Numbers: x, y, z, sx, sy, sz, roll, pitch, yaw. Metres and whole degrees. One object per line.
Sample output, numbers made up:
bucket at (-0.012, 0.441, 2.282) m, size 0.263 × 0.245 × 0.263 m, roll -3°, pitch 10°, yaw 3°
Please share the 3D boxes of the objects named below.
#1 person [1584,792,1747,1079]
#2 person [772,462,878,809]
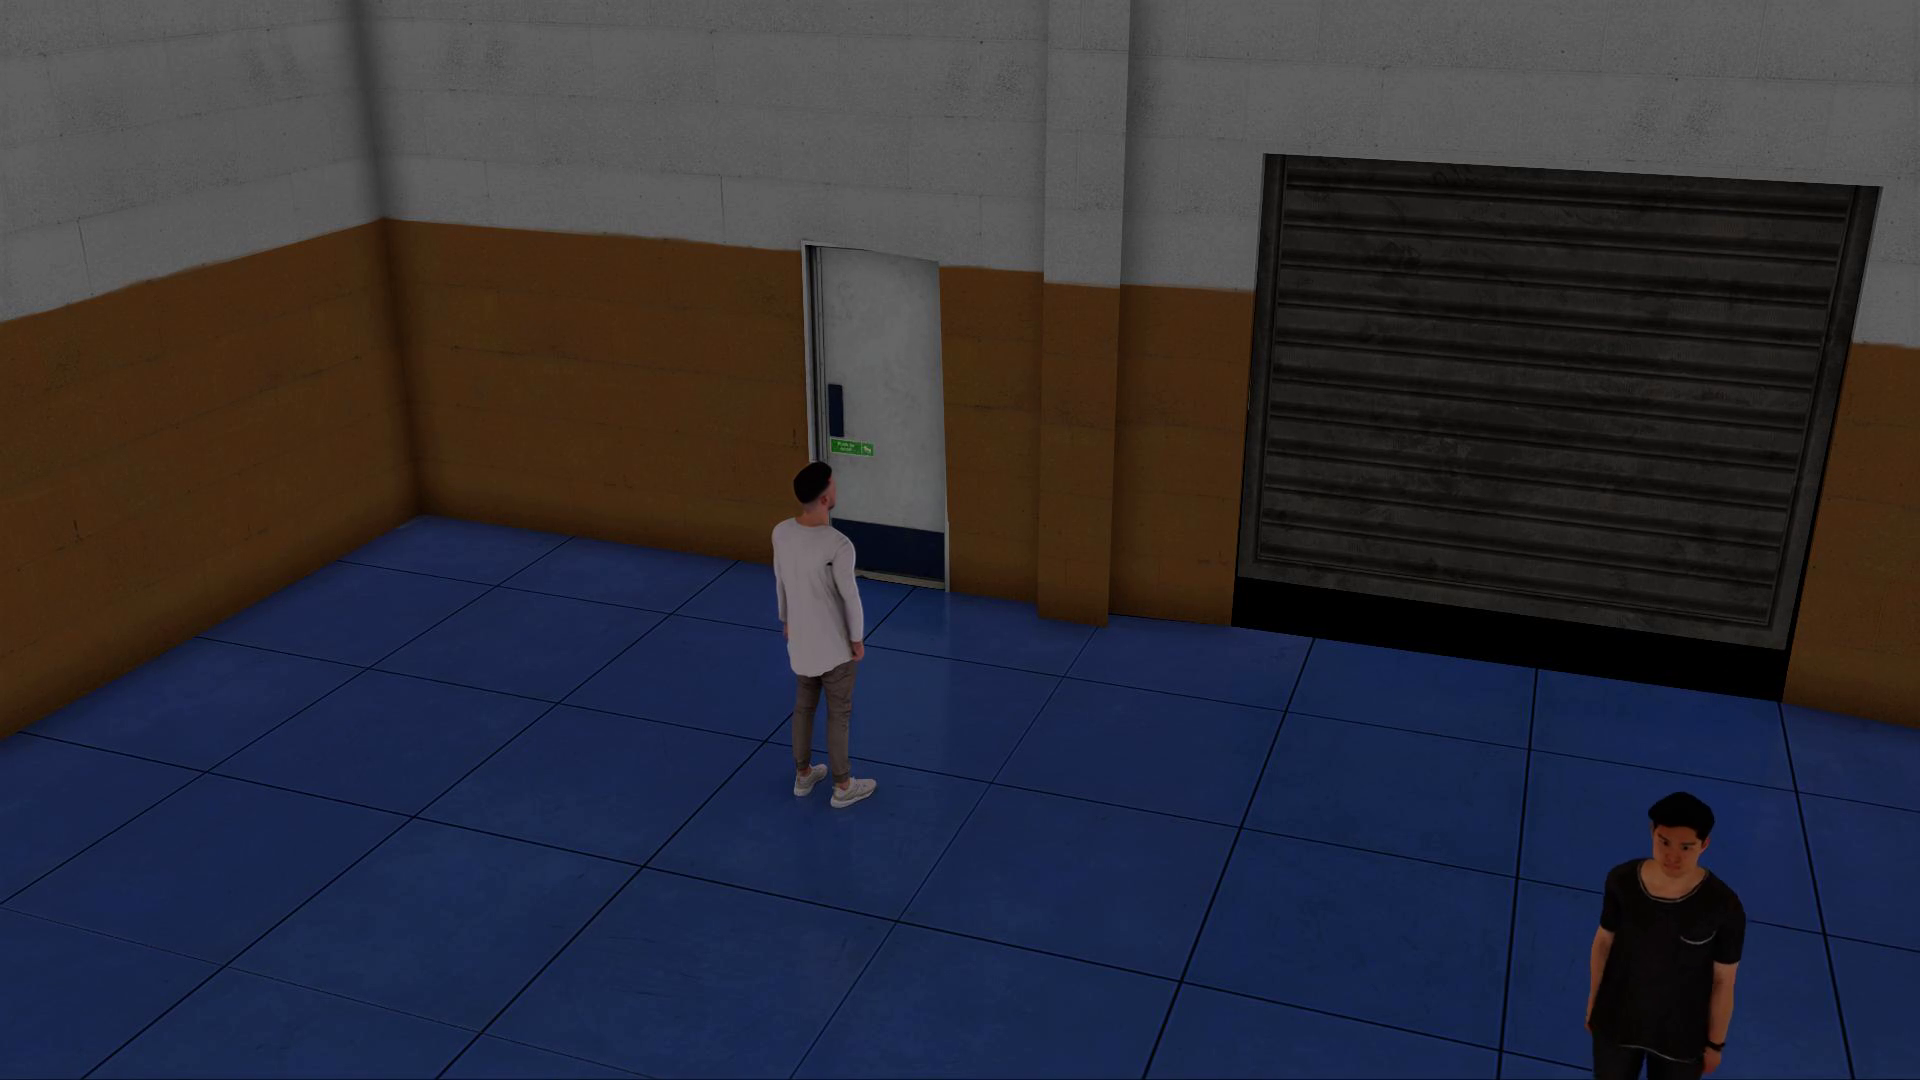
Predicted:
person at (2.415, 1.605, 5.747) m, size 0.936 × 1.699 × 0.830 m, roll 15°, pitch 26°, yaw 33°
person at (-0.700, 0.471, 8.380) m, size 0.589 × 1.840 × 0.783 m, roll 14°, pitch 26°, yaw 31°
